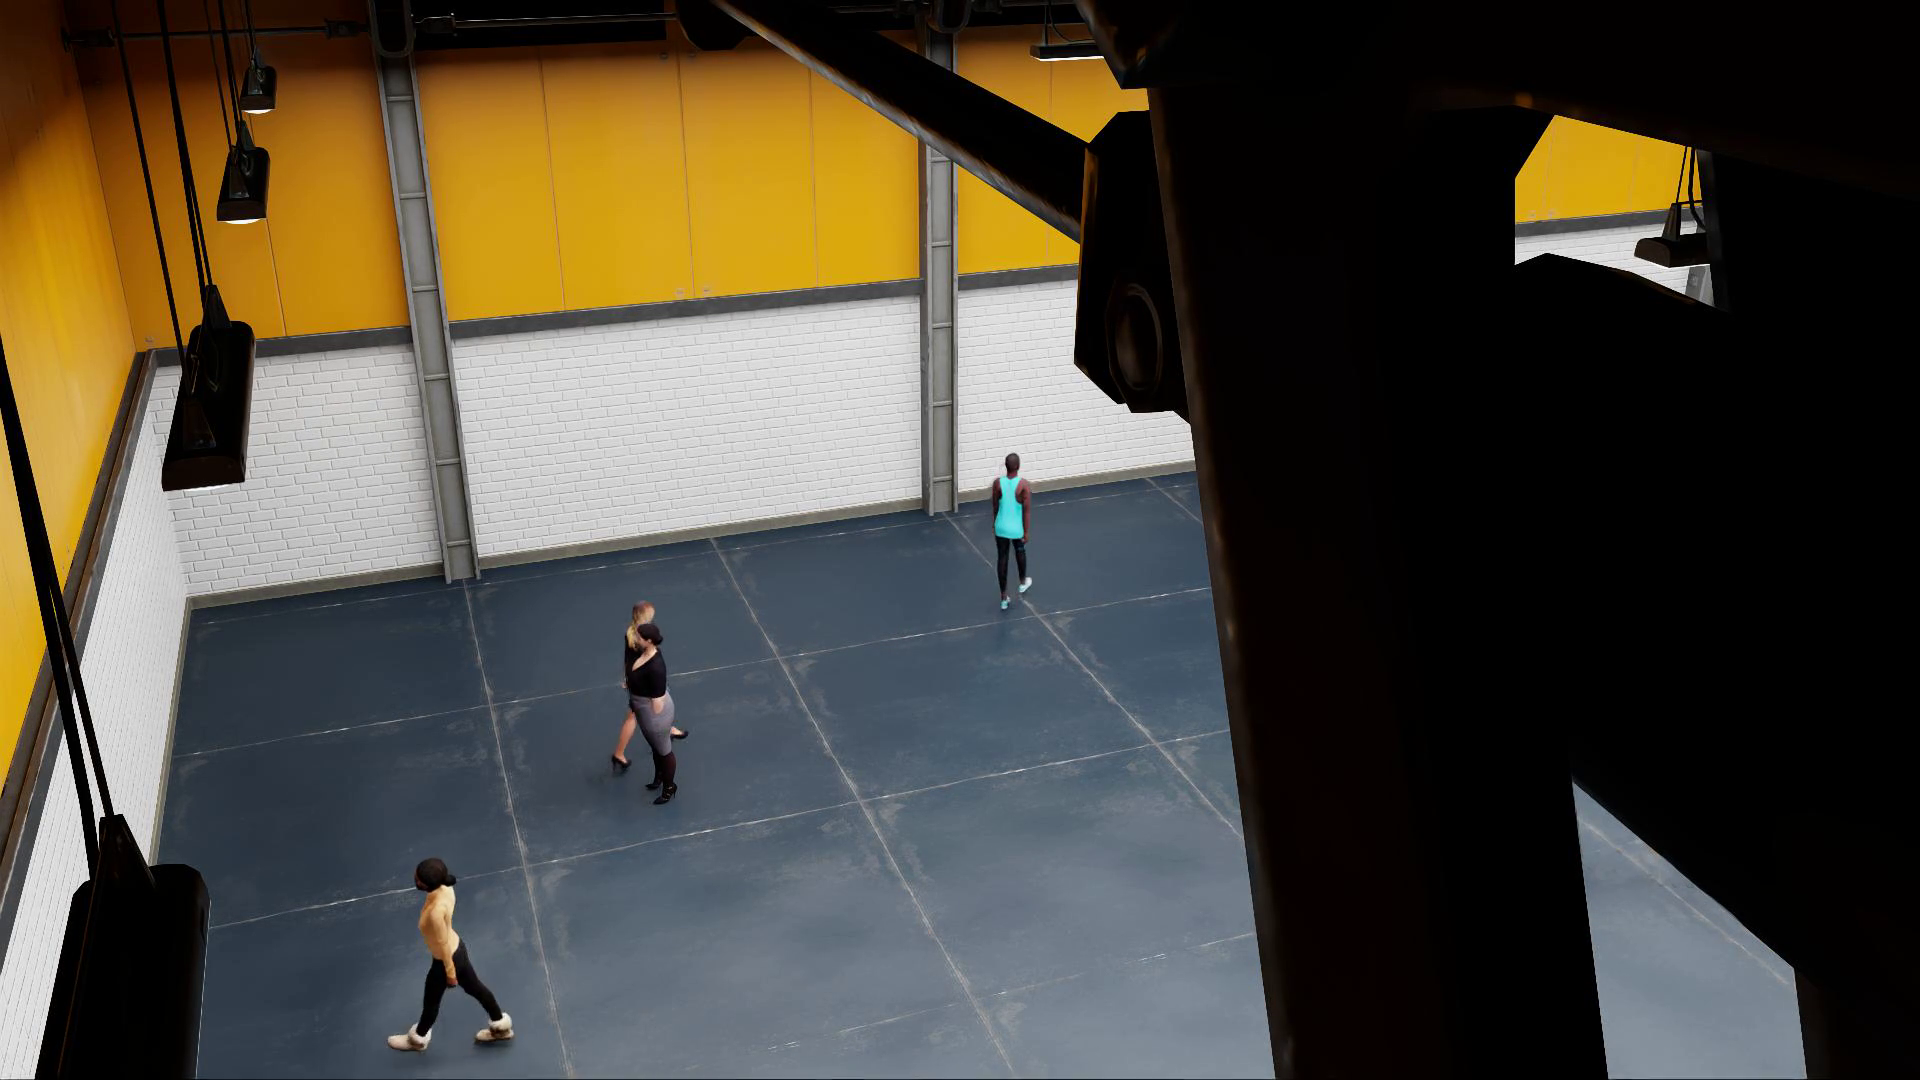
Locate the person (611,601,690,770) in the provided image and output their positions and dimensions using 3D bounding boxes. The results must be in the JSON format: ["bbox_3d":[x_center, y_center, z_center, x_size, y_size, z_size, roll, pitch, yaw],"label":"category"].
[{"bbox_3d":[-3.026,1.398,15.479,1.150,1.612,0.820,-20,31,-38],"label":"person"}]

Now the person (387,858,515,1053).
[{"bbox_3d":[-3.565,2.980,11.859,1.188,1.612,0.850,-1,24,-3],"label":"person"}]

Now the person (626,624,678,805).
[{"bbox_3d":[-2.741,1.537,14.973,0.608,1.760,0.662,-9,25,-20],"label":"person"}]

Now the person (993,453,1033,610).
[{"bbox_3d":[0.530,-0.075,18.628,1.023,1.788,1.027,6,24,13],"label":"person"}]
